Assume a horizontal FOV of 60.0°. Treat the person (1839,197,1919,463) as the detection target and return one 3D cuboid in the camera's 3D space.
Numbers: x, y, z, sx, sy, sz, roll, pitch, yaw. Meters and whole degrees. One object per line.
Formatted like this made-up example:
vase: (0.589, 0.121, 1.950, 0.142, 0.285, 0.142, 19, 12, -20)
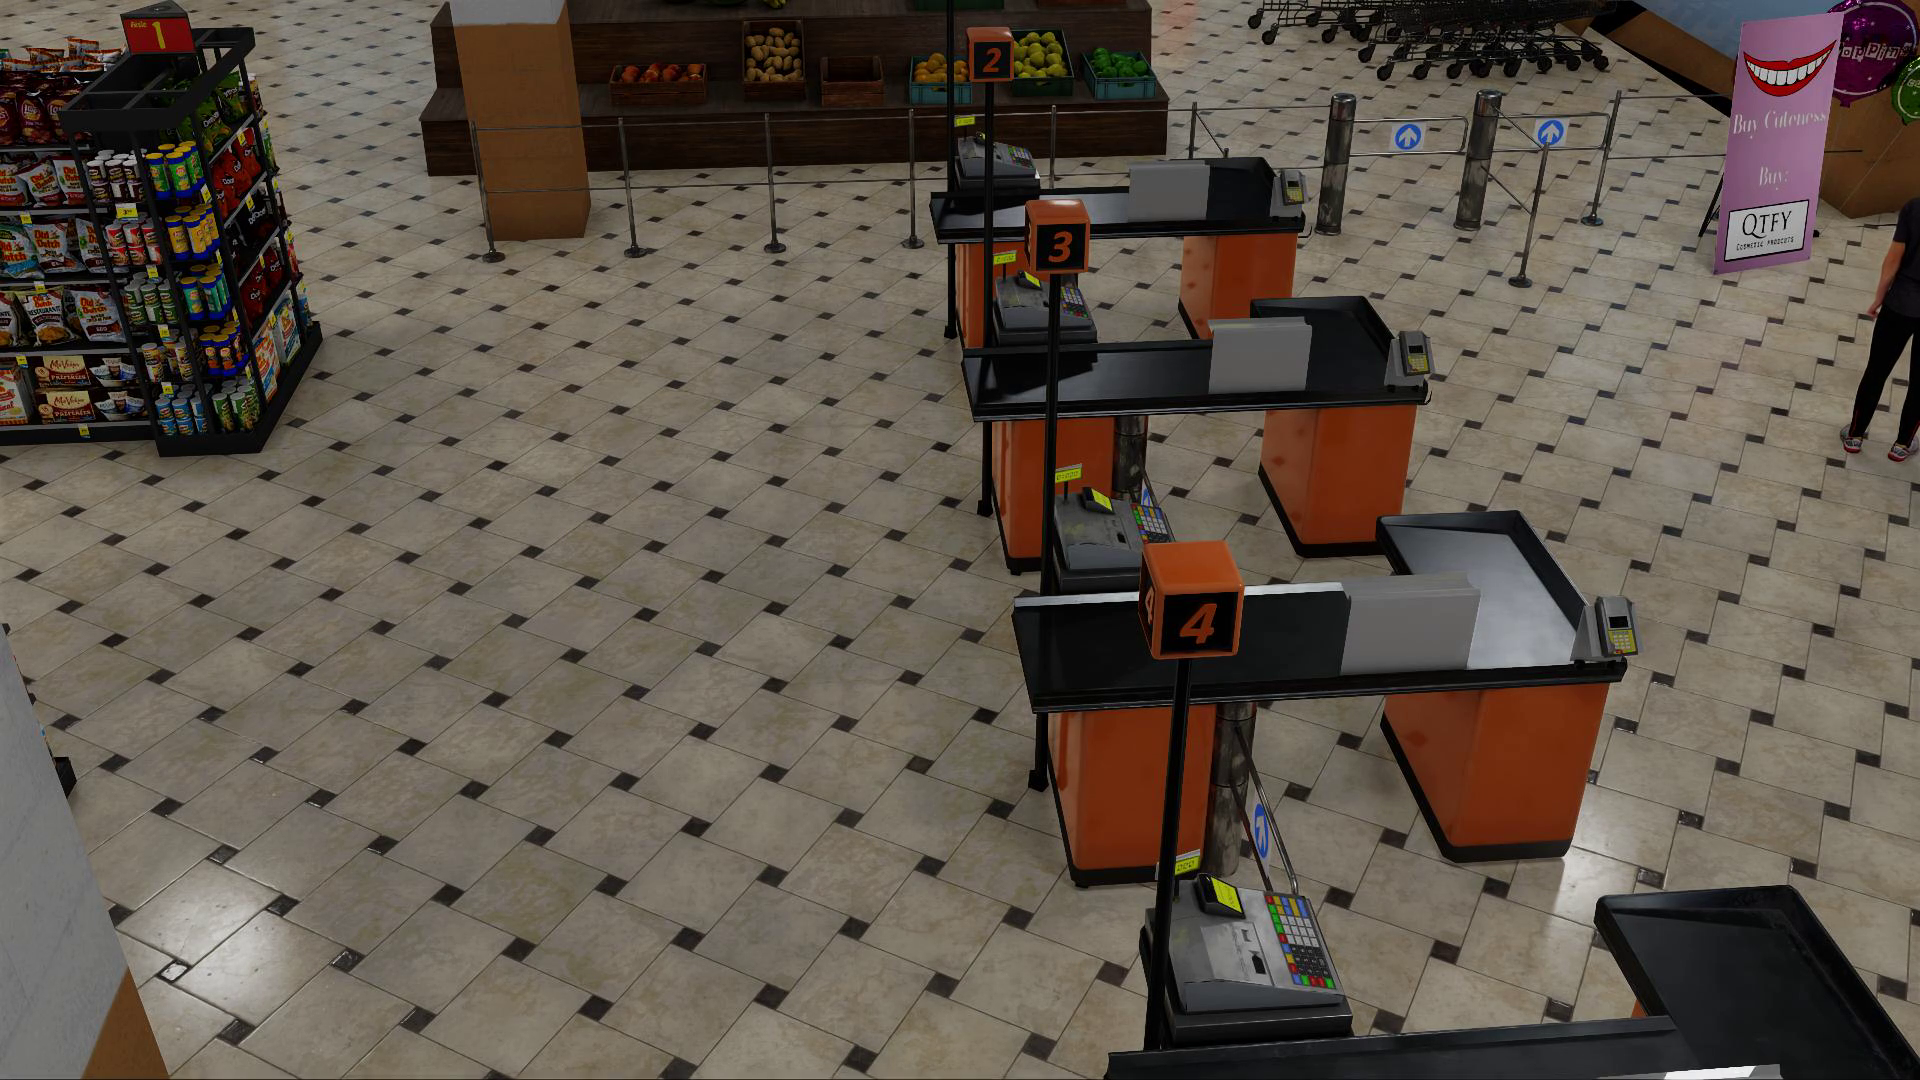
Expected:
person: (5.210, -1.266, 9.025, 0.685, 1.764, 0.782, 17, 36, 26)
